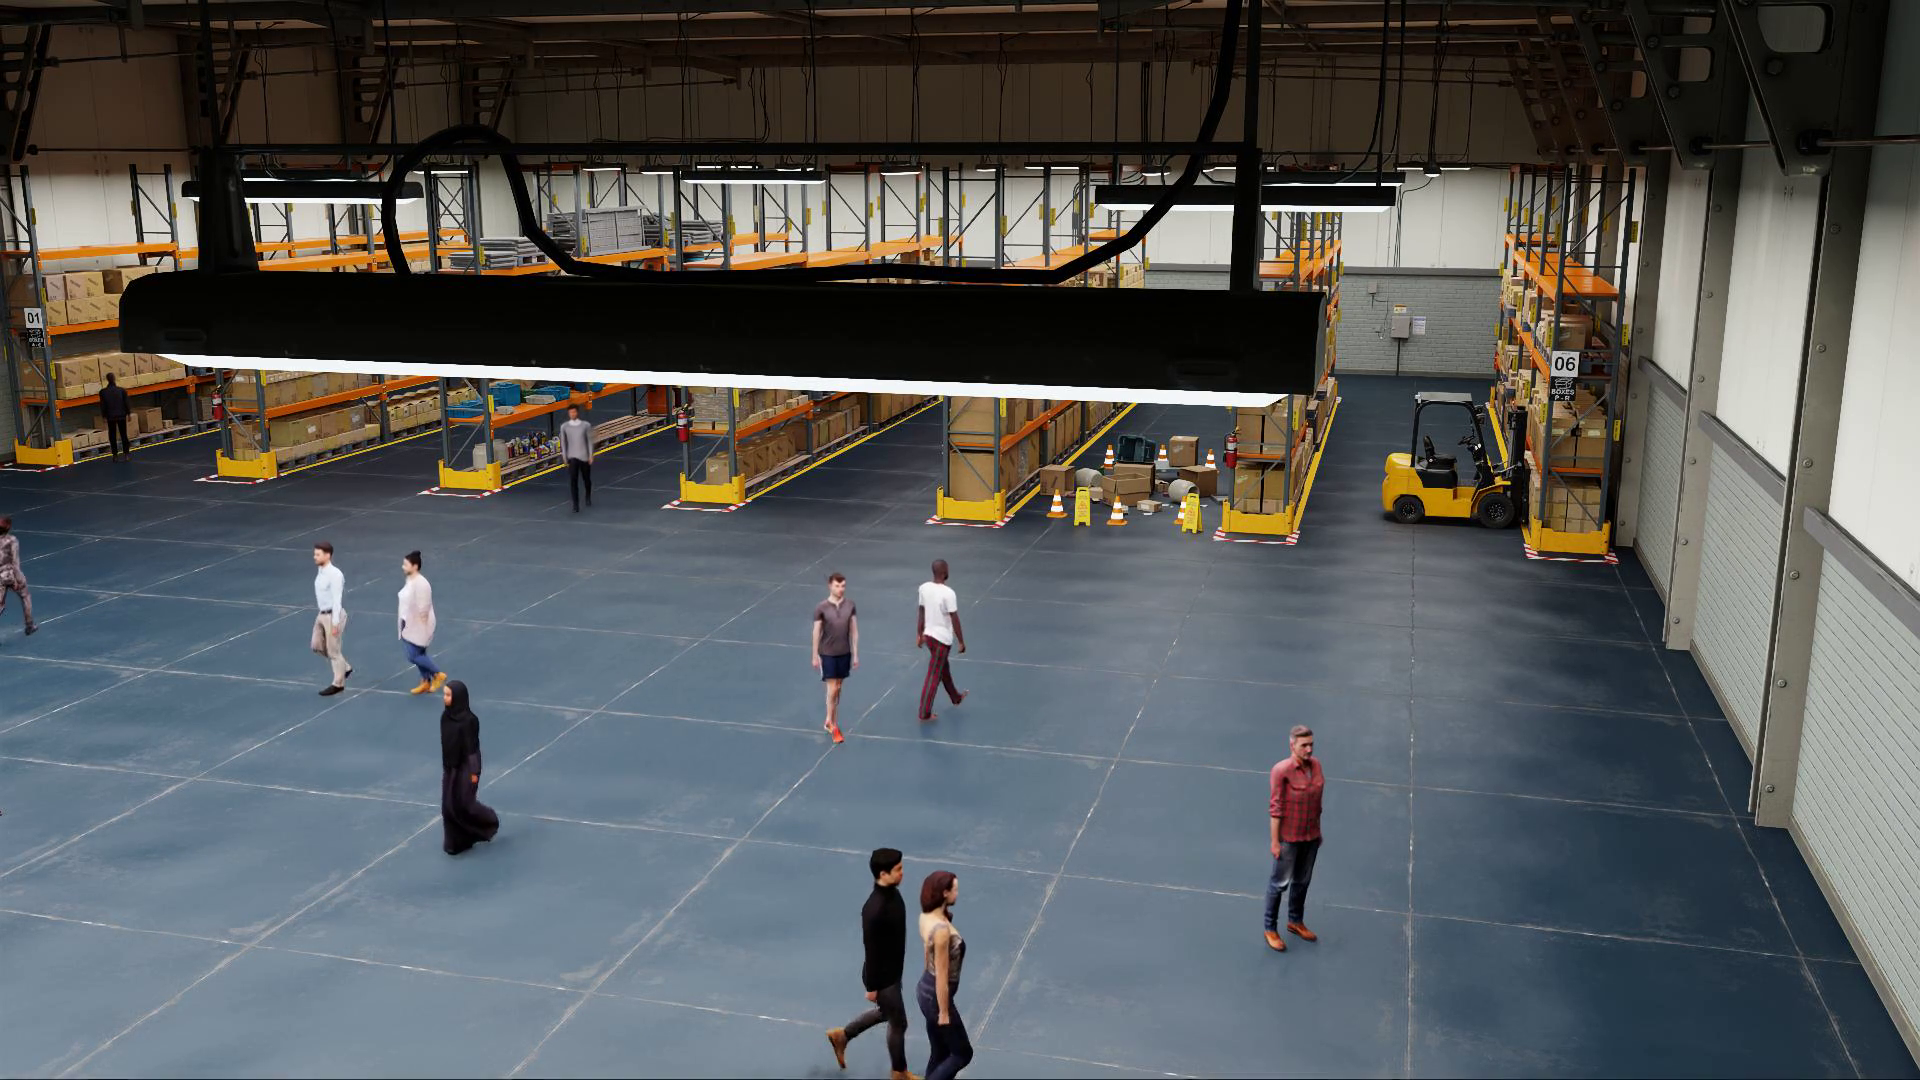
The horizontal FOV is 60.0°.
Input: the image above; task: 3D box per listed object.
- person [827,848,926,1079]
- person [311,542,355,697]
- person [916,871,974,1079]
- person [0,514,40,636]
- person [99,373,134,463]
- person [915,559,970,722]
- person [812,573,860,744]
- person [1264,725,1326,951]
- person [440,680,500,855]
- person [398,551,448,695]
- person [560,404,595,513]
[{"bbox_3d":[-0.574,2.887,11.207,0.720,1.699,0.925,3,13,13],"label":"person"},{"bbox_3d":[-7.295,0.907,19.472,0.882,1.829,0.832,-12,18,-43],"label":"person"},{"bbox_3d":[-0.236,2.985,10.671,0.844,1.749,0.769,-2,13,-9],"label":"person"},{"bbox_3d":[-12.329,0.538,21.409,0.722,1.673,1.213,1,13,4],"label":"person"},{"bbox_3d":[-17.421,-2.538,34.330,0.777,1.838,0.799,-5,14,-22],"label":"person"},{"bbox_3d":[-0.316,1.148,18.516,1.229,1.789,1.060,-12,18,-42],"label":"person"},{"bbox_3d":[-1.388,1.228,18.080,0.931,1.830,0.996,-7,15,-28],"label":"person"},{"bbox_3d":[2.677,2.339,13.284,0.746,1.829,0.813,-8,15,-30],"label":"person"},{"bbox_3d":[-4.462,2.035,15.088,0.764,1.608,0.881,10,16,36],"label":"person"},{"bbox_3d":[-6.250,0.963,19.441,0.906,1.733,0.847,-8,15,-30],"label":"person"},{"bbox_3d":[-6.772,-1.489,29.646,1.056,1.907,1.357,-2,13,-8],"label":"person"}]
